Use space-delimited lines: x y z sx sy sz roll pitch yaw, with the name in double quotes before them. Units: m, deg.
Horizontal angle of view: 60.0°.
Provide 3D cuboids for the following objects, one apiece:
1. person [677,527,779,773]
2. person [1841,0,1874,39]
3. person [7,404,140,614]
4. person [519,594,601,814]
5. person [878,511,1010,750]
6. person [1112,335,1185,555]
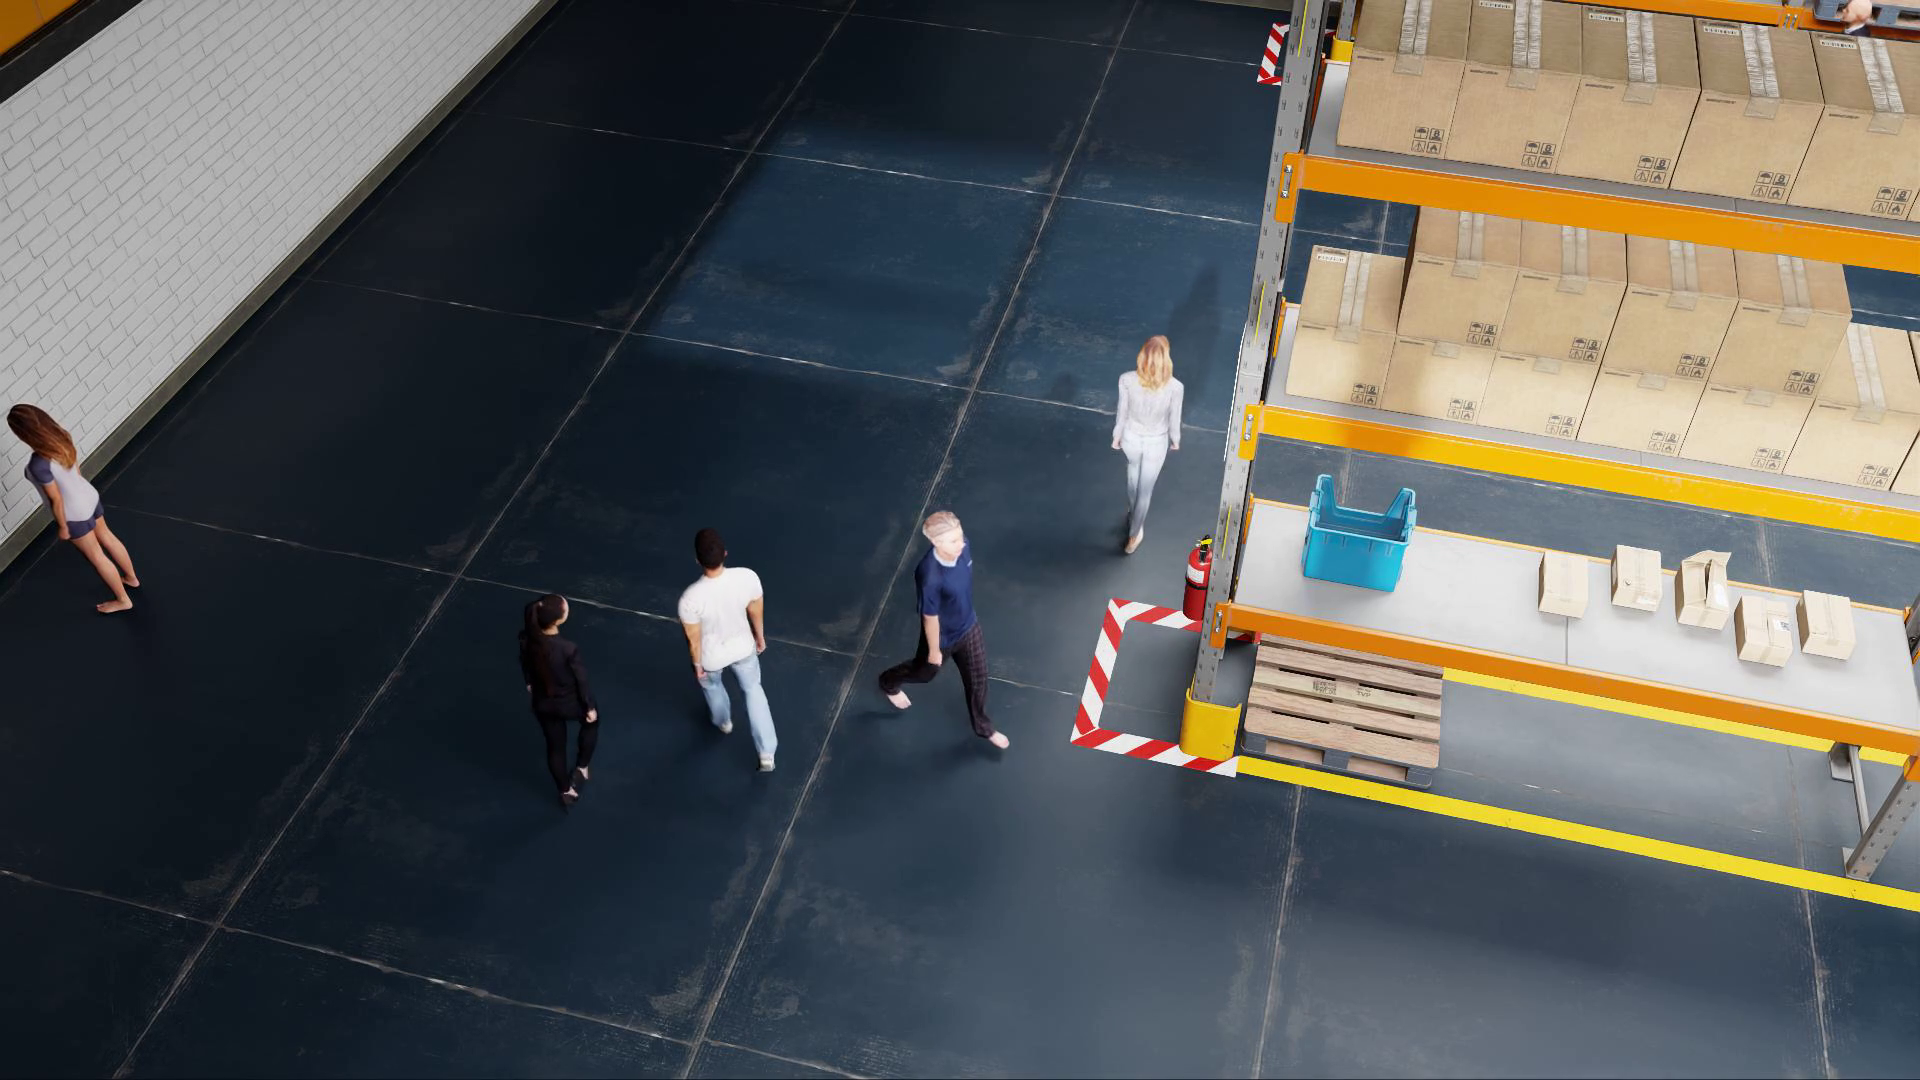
"person" -1.393 0.694 10.030 1.135 1.839 1.159 -19 47 -19
"person" 7.900 -3.989 14.991 1.099 1.778 0.901 25 49 24
"person" -5.869 -0.219 11.069 0.634 1.728 0.654 -1 44 -1
"person" -2.357 1.017 9.793 0.570 1.700 0.723 9 44 9
"person" -0.159 0.518 10.221 1.272 1.831 0.942 26 49 25
"person" 1.250 -0.607 11.437 0.642 1.782 0.683 13 45 13
